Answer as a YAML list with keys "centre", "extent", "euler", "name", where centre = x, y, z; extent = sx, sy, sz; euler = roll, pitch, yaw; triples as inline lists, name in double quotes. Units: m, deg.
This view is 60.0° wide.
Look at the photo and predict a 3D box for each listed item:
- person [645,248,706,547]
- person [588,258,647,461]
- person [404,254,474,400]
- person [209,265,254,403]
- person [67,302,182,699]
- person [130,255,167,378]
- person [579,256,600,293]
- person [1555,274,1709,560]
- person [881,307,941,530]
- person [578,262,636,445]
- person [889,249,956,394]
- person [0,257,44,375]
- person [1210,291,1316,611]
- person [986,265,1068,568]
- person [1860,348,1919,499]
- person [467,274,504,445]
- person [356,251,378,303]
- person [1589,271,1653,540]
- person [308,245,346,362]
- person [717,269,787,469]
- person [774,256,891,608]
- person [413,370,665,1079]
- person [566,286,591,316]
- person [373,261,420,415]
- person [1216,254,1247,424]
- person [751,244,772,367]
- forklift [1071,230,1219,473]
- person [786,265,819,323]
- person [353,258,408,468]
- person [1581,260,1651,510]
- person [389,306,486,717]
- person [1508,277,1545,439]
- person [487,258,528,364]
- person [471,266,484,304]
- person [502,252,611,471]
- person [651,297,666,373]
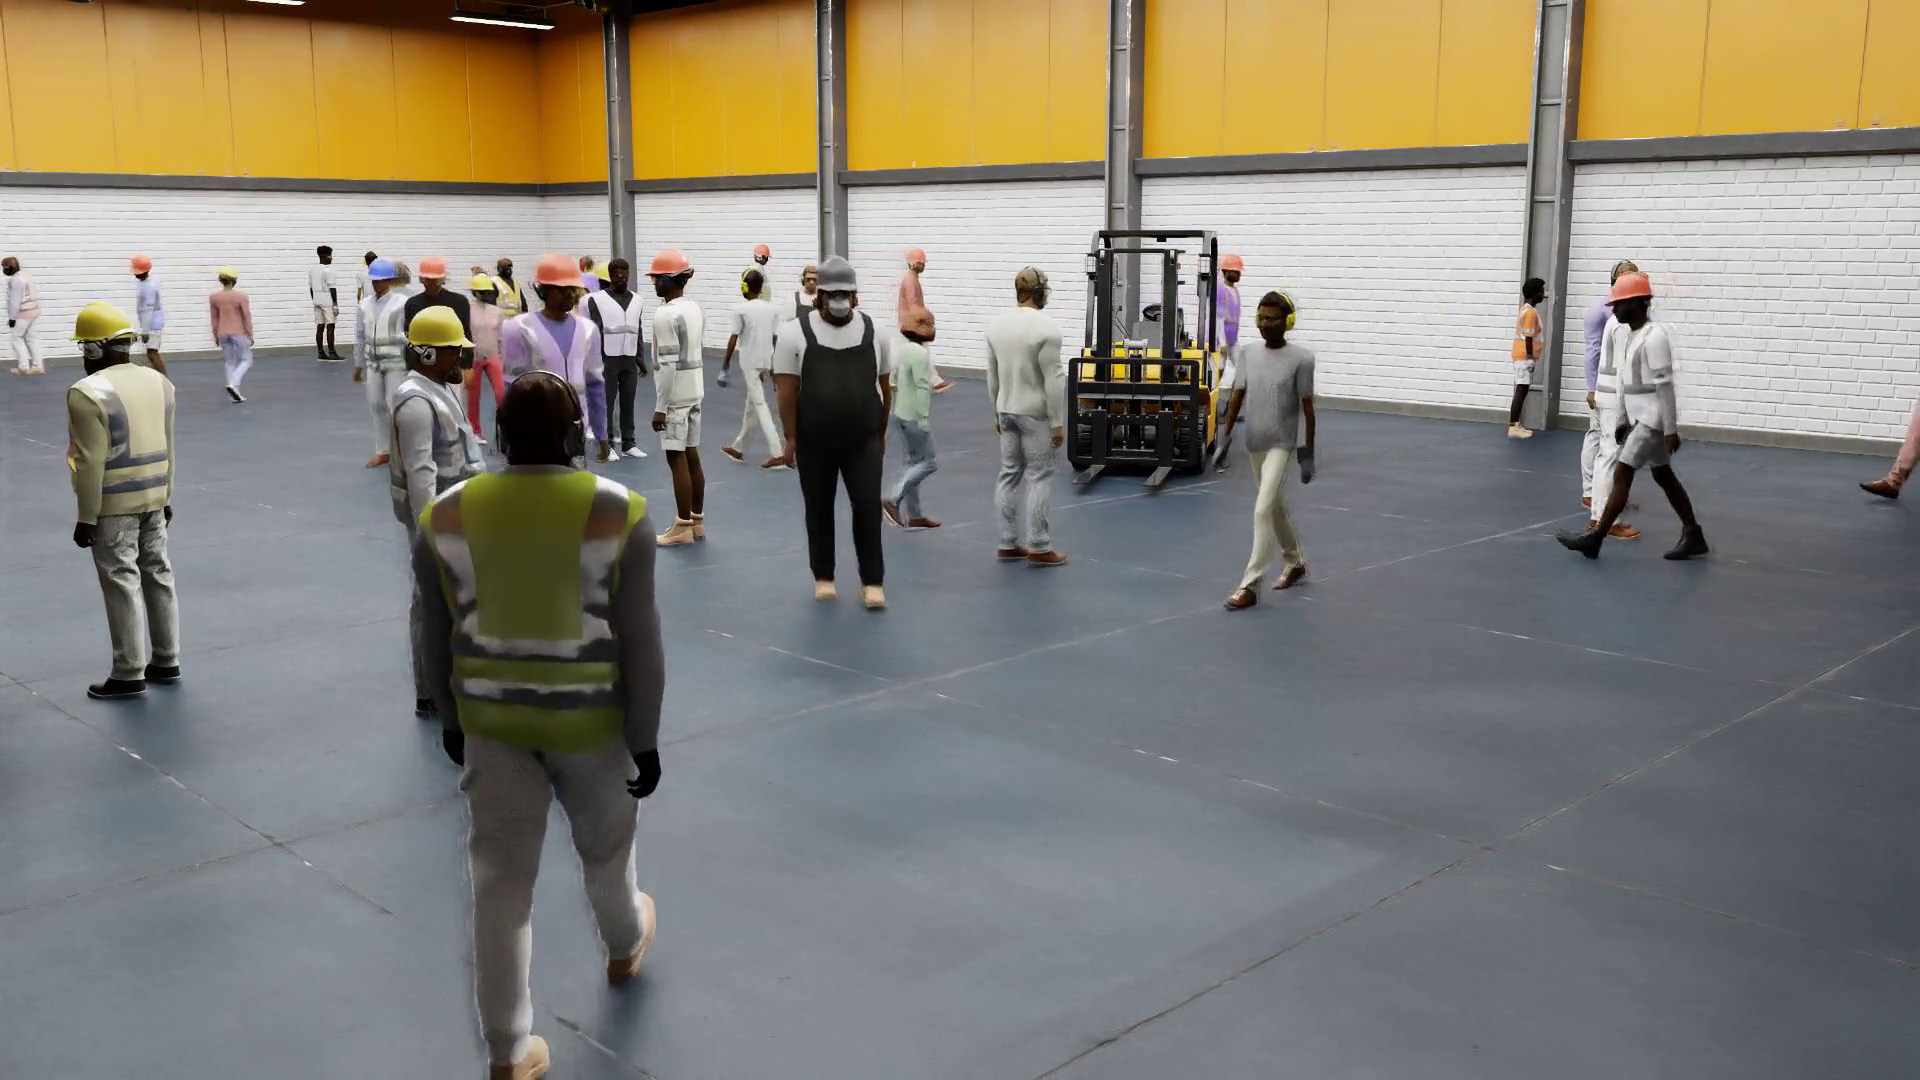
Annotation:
- centre: [-1.960, -0.970, 11.425]
  extent: [0.377, 2.044, 0.608]
  euler: [2, 11, 12]
  name: "person"
- centre: [-3.260, -1.722, 15.877]
  extent: [0.392, 1.916, 0.592]
  euler: [9, 14, 42]
  name: "person"
- centre: [-4.606, -1.541, 14.733]
  extent: [0.641, 1.971, 0.560]
  euler: [1, 10, 3]
  name: "person"
- centre: [-9.227, -2.597, 21.063]
  extent: [0.545, 1.752, 0.445]
  euler: [1, 10, 6]
  name: "person"
- centre: [-3.879, -0.180, 7.698]
  extent: [0.404, 1.829, 0.600]
  euler: [2, 11, 12]
  name: "person"
- centre: [-10.639, -2.796, 21.854]
  extent: [0.375, 1.885, 0.656]
  euler: [-5, 11, -25]
  name: "person"
- centre: [-5.799, -3.494, 25.849]
  extent: [0.596, 1.792, 0.955]
  euler: [-9, 14, -40]
  name: "person"
- centre: [4.484, -0.788, 10.877]
  extent: [1.018, 1.871, 0.582]
  euler: [2, 11, 10]
  name: "person"
- centre: [-0.352, -0.864, 11.986]
  extent: [0.403, 1.617, 0.530]
  euler: [-3, 11, -16]
  name: "person"
- centre: [-3.700, -1.940, 17.215]
  extent: [1.009, 1.871, 0.593]
  euler: [8, 13, 38]
  name: "person"
- centre: [-0.595, -2.920, 22.328]
  extent: [1.022, 1.937, 0.646]
  euler: [1, 10, 7]
  name: "person"
- centre: [-14.324, -3.400, 25.346]
  extent: [0.489, 1.809, 0.632]
  euler: [-3, 11, -18]
  name: "person"
- centre: [1.821, -0.544, 9.738]
  extent: [0.989, 1.822, 0.533]
  euler: [-10, 14, -43]
  name: "person"
- centre: [0.433, -0.791, 10.740]
  extent: [0.356, 1.937, 0.635]
  euler: [-10, 14, -42]
  name: "person"
- centre: [7.748, -1.201, 13.193]
  extent: [0.997, 1.849, 0.652]
  euler: [0, 10, 2]
  name: "person"
- centre: [-4.778, -1.809, 16.830]
  extent: [0.529, 1.737, 0.767]
  euler: [-9, 14, -42]
  name: "person"
- centre: [-9.646, -3.805, 27.361]
  extent: [0.536, 1.869, 0.314]
  euler: [-3, 11, -17]
  name: "person"
- centre: [4.670, -0.949, 11.753]
  extent: [0.356, 1.881, 0.575]
  euler: [3, 11, 15]
  name: "person"
- centre: [-10.721, -3.988, 28.098]
  extent: [0.608, 1.963, 0.371]
  euler: [7, 12, 32]
  name: "person"
- centre: [-1.941, -1.579, 15.356]
  extent: [0.976, 1.816, 0.542]
  euler: [9, 14, 40]
  name: "person"
- centre: [-0.701, -0.618, 9.511]
  extent: [0.691, 2.000, 0.831]
  euler: [-2, 11, -10]
  name: "person"
- centre: [-1.075, 0.453, 4.365]
  extent: [0.646, 1.782, 0.999]
  euler: [0, 10, -1]
  name: "person"
- centre: [-4.187, -2.010, 18.335]
  extent: [0.858, 1.583, 0.533]
  euler: [9, 14, 42]
  name: "person"
- centre: [-5.488, -1.779, 16.304]
  extent: [0.645, 1.881, 1.046]
  euler: [-4, 11, -20]
  name: "person"
- centre: [3.038, -2.249, 18.742]
  extent: [0.582, 1.917, 0.547]
  euler: [9, 13, 39]
  name: "person"
- centre: [-3.162, -3.685, 26.386]
  extent: [0.387, 1.988, 0.608]
  euler: [-2, 11, -8]
  name: "person"
- centre: [1.804, -1.825, 15.677]
  extent: [1.214, 2.155, 2.313]
  euler: [2, 11, 13]
  name: "forklift"
- centre: [-1.692, -2.168, 18.624]
  extent: [0.516, 1.810, 0.933]
  euler: [-1, 10, -5]
  name: "person"
- centre: [-5.258, -1.628, 15.340]
  extent: [0.648, 1.924, 0.538]
  euler: [4, 11, 20]
  name: "person"
- centre: [5.094, -1.189, 12.907]
  extent: [0.630, 1.940, 0.372]
  euler: [-5, 12, -27]
  name: "person"
- centre: [-2.315, -0.123, 7.416]
  extent: [0.403, 1.826, 0.593]
  euler: [-2, 11, -9]
  name: "person"
- centre: [5.982, -1.916, 17.550]
  extent: [0.321, 1.694, 0.534]
  euler: [3, 11, 17]
  name: "person"
- centre: [-6.712, -3.281, 24.720]
  extent: [0.963, 1.797, 0.620]
  euler: [5, 11, 24]
  name: "person"
- centre: [-8.310, -3.973, 29.023]
  extent: [0.852, 1.601, 0.535]
  euler: [-6, 12, -29]
  name: "person"
- centre: [-2.298, -0.633, 9.605]
  extent: [0.506, 2.029, 0.620]
  euler: [10, 14, 44]
  name: "person"
- centre: [-3.636, -2.447, 20.583]
  extent: [0.388, 1.624, 0.547]
  euler: [-5, 11, -24]
  name: "person"
